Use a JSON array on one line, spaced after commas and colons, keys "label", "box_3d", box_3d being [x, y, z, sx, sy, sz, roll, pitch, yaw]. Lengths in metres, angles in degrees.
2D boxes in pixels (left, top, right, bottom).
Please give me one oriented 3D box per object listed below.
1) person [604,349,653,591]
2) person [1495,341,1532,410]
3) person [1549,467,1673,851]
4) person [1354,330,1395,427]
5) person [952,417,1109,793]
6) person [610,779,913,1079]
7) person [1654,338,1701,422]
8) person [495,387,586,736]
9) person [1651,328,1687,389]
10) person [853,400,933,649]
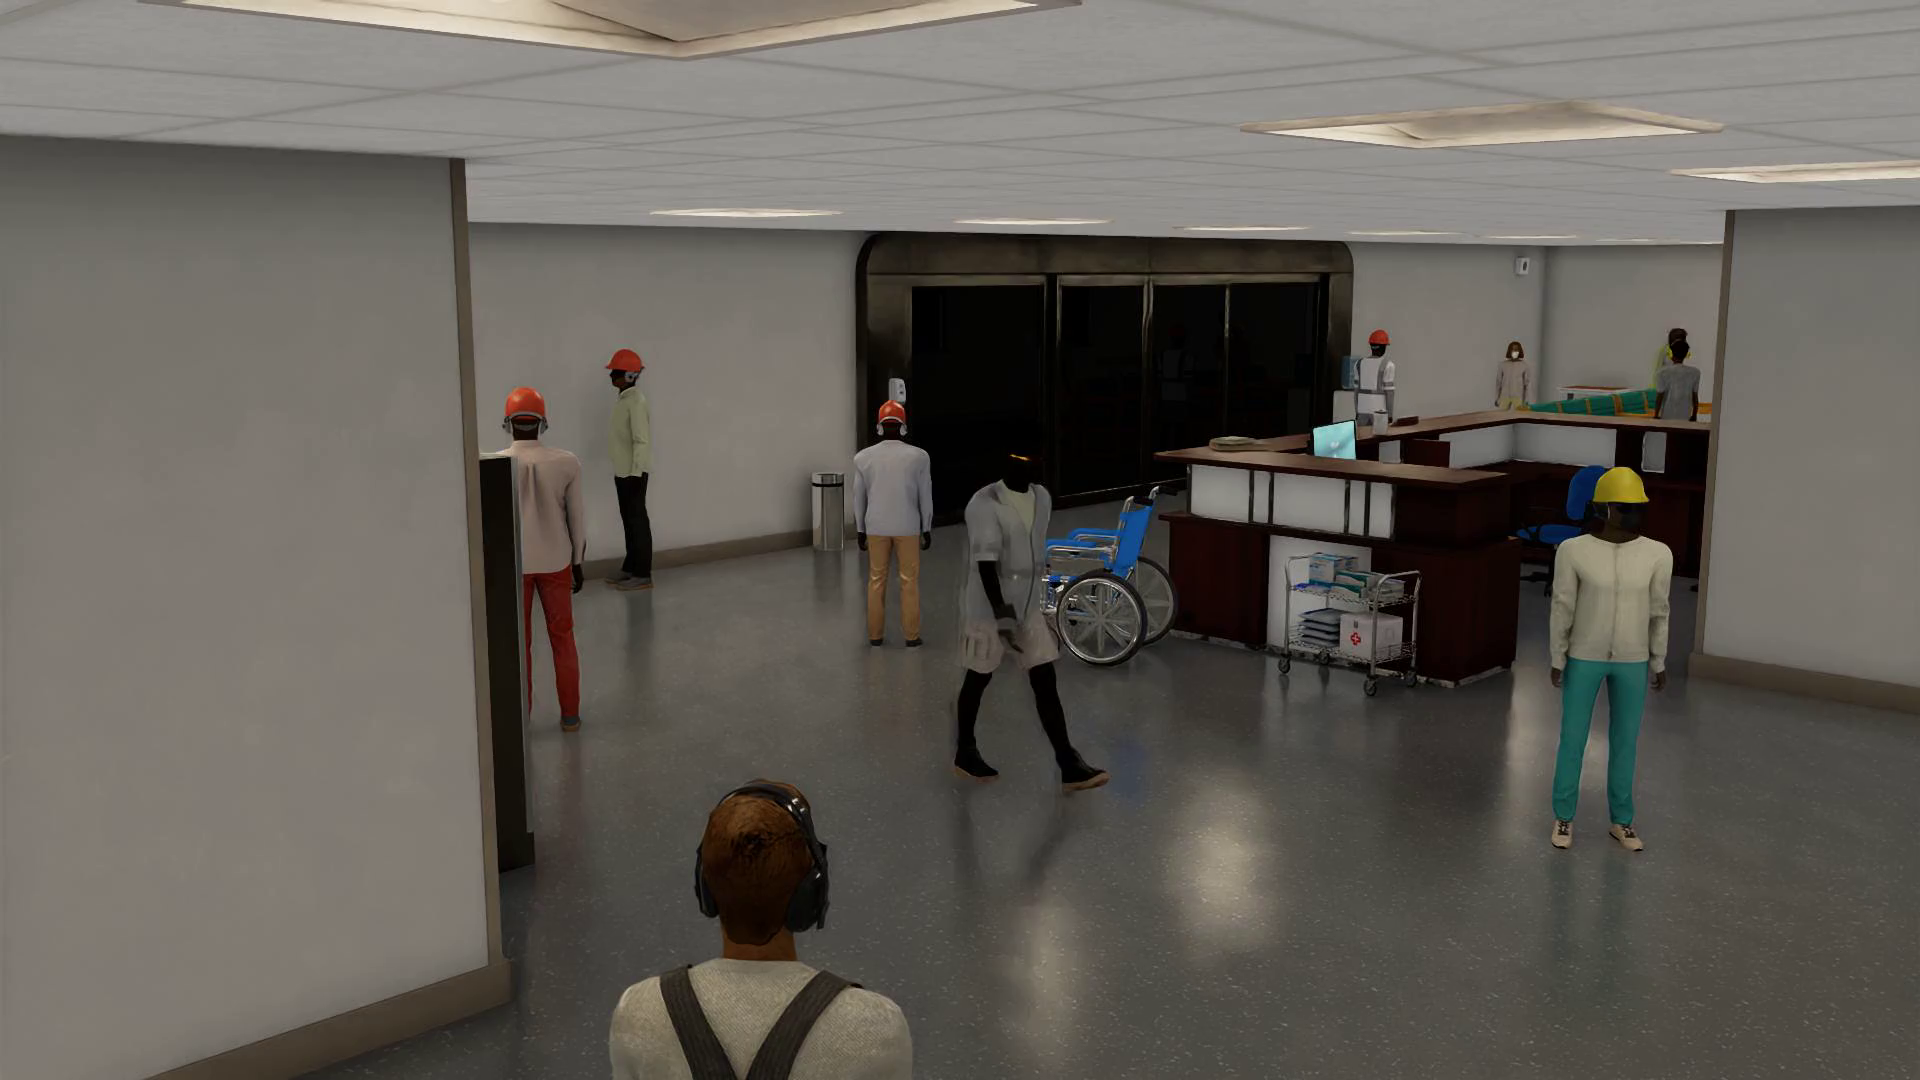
[{"label": "person", "box_3d": [-2.752, -0.584, 13.821, 0.376, 1.997, 0.612, -5, 10, -26]}, {"label": "person", "box_3d": [7.849, -2.002, 23.635, 0.501, 1.633, 0.282, 6, 11, 33]}, {"label": "person", "box_3d": [2.961, 0.544, 7.603, 0.530, 1.772, 0.299, 1, 9, 7]}, {"label": "person", "box_3d": [5.013, -1.570, 20.097, 0.393, 1.929, 0.546, -9, 13, -43]}, {"label": "person", "box_3d": [0.320, 0.343, 8.375, 0.616, 1.909, 1.010, -8, 12, -42]}, {"label": "person", "box_3d": [-0.307, 1.295, 2.755, 0.505, 1.847, 0.344, 1, 9, 8]}, {"label": "person", "box_3d": [8.127, -1.350, 18.915, 0.507, 1.872, 0.329, 0, 9, 2]}, {"label": "person", "box_3d": [-2.434, 0.129, 9.453, 0.612, 1.995, 0.392, -4, 10, -23]}, {"label": "person", "box_3d": [10.277, -2.153, 24.025, 0.695, 1.809, 0.641, 4, 10, 23]}, {"label": "person", "box_3d": [-0.464, -0.105, 11.655, 0.564, 1.743, 0.352, 1, 9, 7]}]
